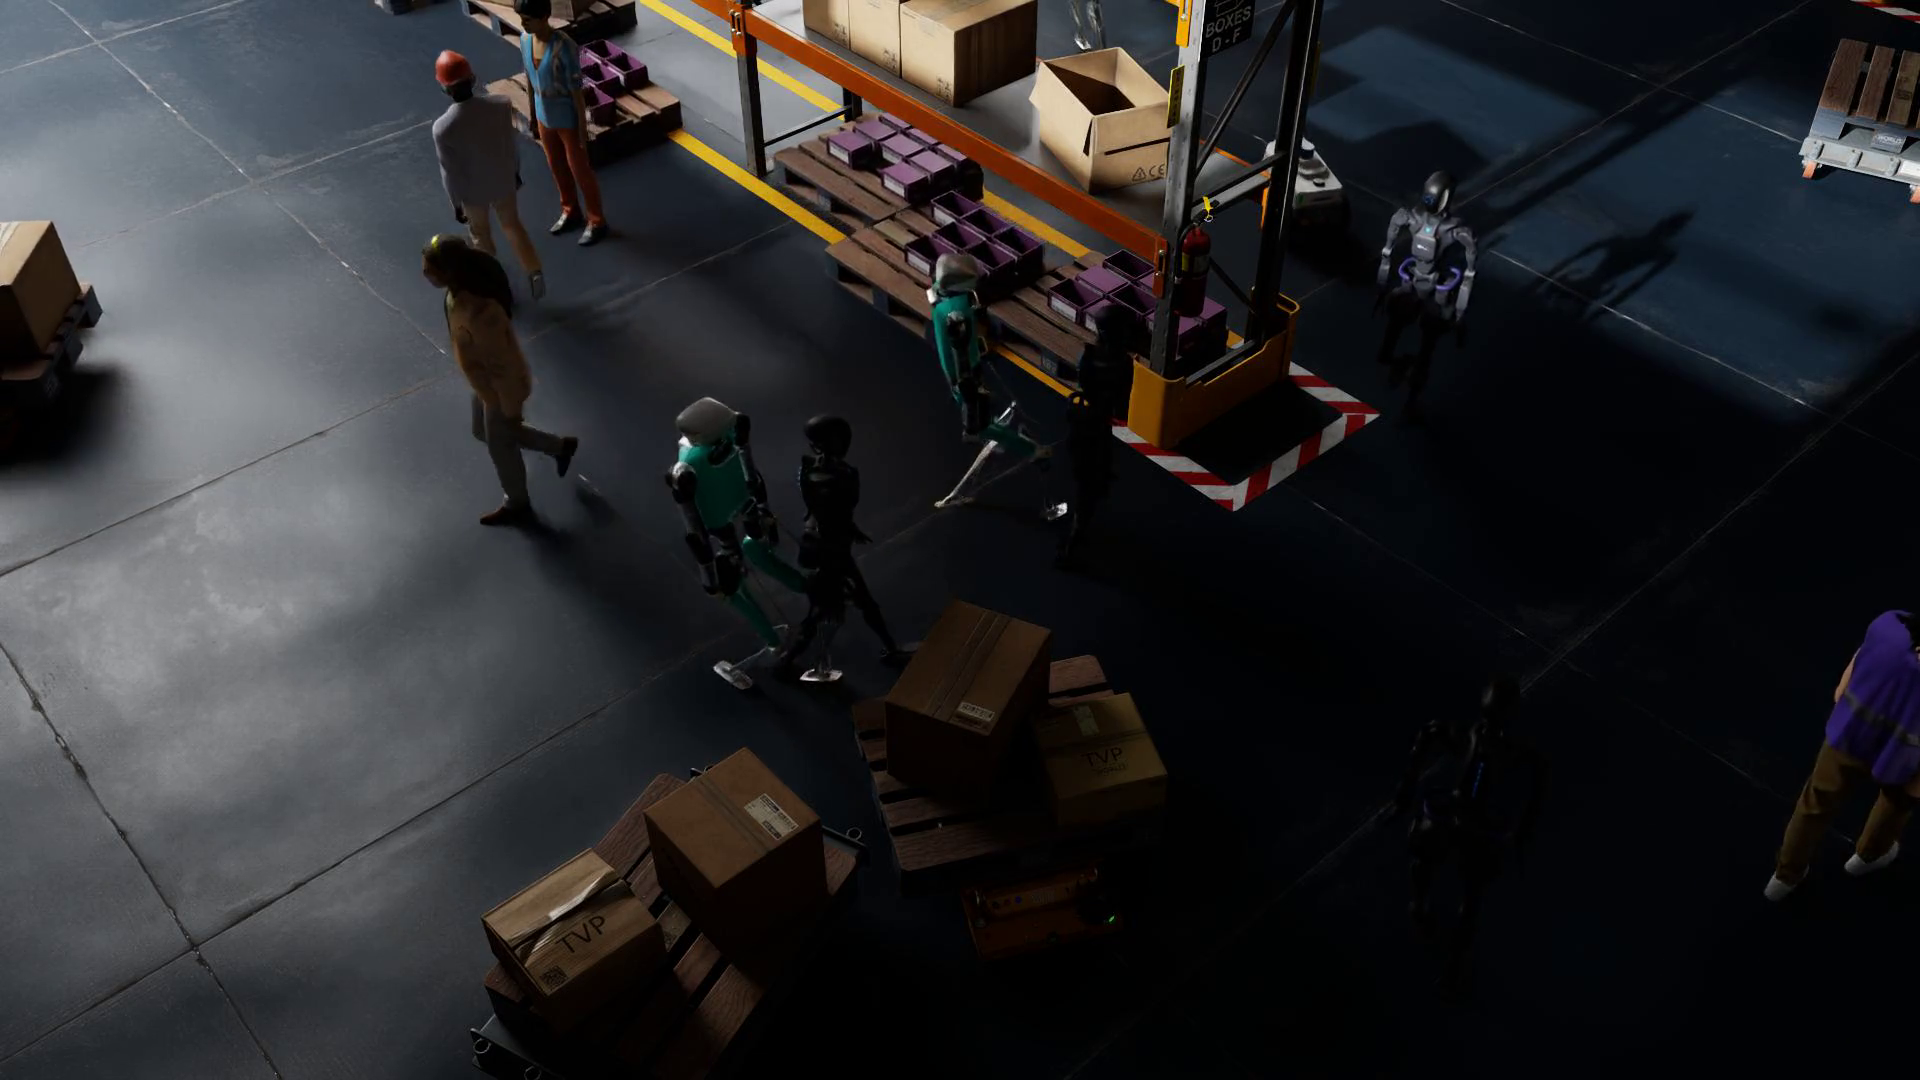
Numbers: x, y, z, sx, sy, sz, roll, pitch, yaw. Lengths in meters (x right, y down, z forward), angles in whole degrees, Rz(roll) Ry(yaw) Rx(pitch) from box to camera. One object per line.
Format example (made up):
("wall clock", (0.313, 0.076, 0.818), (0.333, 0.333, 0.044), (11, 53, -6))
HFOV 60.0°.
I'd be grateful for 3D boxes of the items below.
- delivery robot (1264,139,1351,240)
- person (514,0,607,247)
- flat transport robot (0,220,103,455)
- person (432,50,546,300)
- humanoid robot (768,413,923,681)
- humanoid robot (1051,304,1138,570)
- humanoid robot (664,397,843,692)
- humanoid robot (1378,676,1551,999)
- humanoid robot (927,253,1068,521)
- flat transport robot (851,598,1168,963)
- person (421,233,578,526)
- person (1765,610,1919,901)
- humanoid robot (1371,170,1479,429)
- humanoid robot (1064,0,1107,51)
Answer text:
("delivery robot", (2.383, -2.453, 11.562), (0.499, 0.609, 0.794), (-9, 43, -10))
("person", (-2.672, -2.806, 11.049), (0.503, 1.758, 0.336), (22, 47, 23))
("flat transport robot", (-5.976, -1.013, 10.197), (0.659, 0.231, 1.431), (-3, 43, -3))
("person", (-2.969, -2.235, 10.440), (0.559, 1.727, 0.571), (-30, 50, -29))
("humanoid robot", (-0.582, 0.061, 8.017), (0.788, 1.622, 0.597), (2, 43, 3))
("humanoid robot", (0.676, -0.545, 8.660), (0.396, 1.641, 0.601), (-2, 43, -2))
("humanoid robot", (-0.868, 0.150, 7.848), (0.820, 1.771, 0.565), (20, 46, 20))
("humanoid robot", (2.027, 1.176, 6.779), (0.603, 1.638, 0.509), (15, 45, 16))
("humanoid robot", (0.286, -0.768, 8.887), (0.926, 1.803, 0.555), (-7, 43, -8))
("flat transport robot", (0.216, 1.257, 7.728), (0.659, 0.231, 1.431), (-10, 44, -11))
("person", (-2.426, -0.851, 8.849), (0.551, 1.851, 0.577), (-19, 46, -20))
("person", (3.959, 0.792, 7.029), (0.828, 1.902, 0.542), (-31, 51, -29))
("humanoid robot", (2.696, -1.397, 9.572), (0.593, 1.652, 0.425), (26, 48, 25))
("humanoid robot", (1.039, -4.619, 13.049), (0.544, 1.799, 0.792), (-16, 45, -17))
